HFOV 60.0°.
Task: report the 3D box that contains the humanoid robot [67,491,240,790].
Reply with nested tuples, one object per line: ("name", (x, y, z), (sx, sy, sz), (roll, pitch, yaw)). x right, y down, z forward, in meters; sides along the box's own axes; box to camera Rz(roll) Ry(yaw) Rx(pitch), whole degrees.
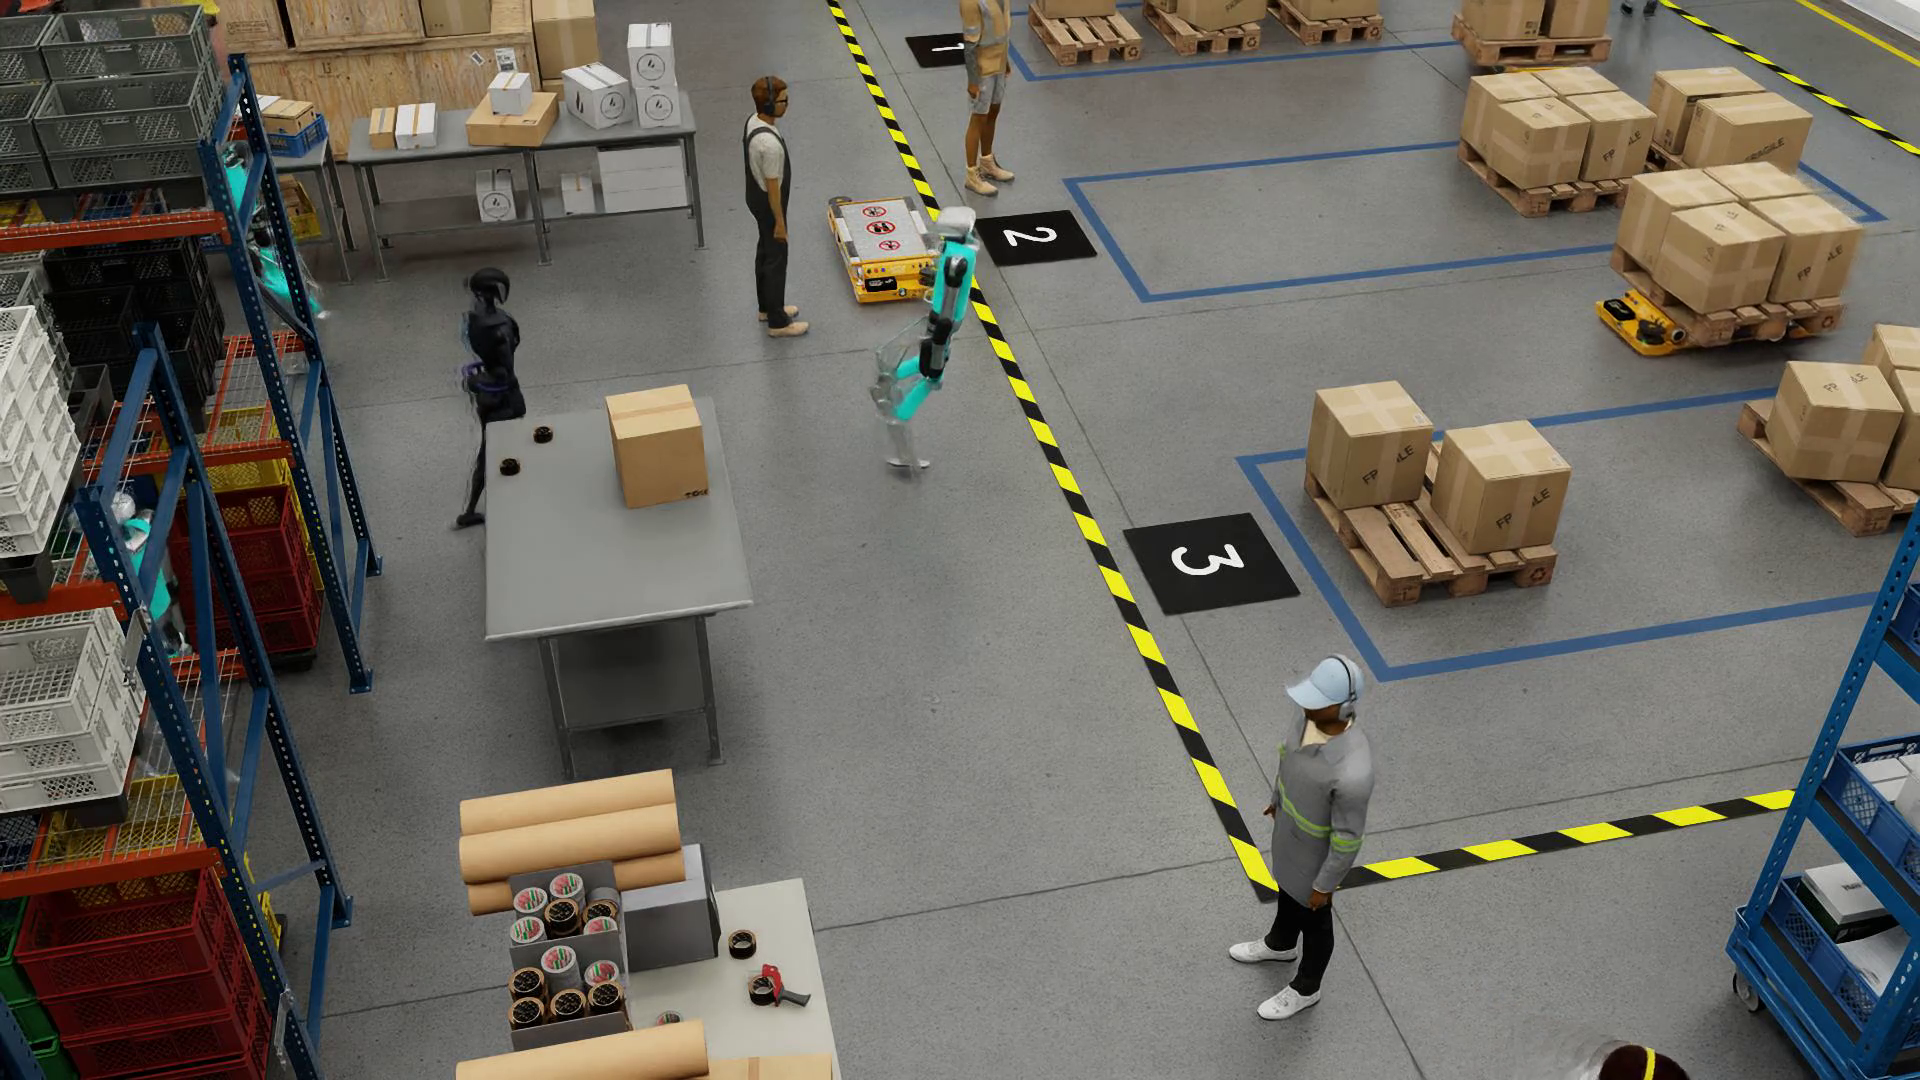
("humanoid robot", (-3.865, 0.536, 7.620), (0.822, 1.797, 0.540), (7, 37, 10))

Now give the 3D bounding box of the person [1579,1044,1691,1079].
("person", (1.928, 2.226, 5.239), (0.474, 1.853, 0.532), (19, 41, 24))

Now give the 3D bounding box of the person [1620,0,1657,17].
("person", (6.871, -6.084, 16.435), (0.600, 1.821, 0.451), (5, 37, 7))

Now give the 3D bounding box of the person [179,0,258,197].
("person", (-5.775, -3.411, 12.887), (0.524, 1.748, 0.540), (6, 37, 8))

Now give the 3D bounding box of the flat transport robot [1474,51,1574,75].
("flat transport robot", (5.306, -4.482, 15.554), (0.652, 0.197, 1.431), (-4, 37, -5))

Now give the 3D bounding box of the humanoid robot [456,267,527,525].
("humanoid robot", (-2.637, -0.819, 9.528), (0.818, 1.618, 0.609), (-20, 41, -25))

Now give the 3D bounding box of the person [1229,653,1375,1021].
("person", (1.376, 1.179, 6.642), (0.371, 1.852, 0.588), (-8, 37, -10))

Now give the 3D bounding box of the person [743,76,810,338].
("person", (-1.267, -2.243, 11.257), (0.342, 1.839, 0.500), (-11, 38, -14))

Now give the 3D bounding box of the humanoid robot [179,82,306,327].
("humanoid robot", (-4.827, -2.275, 11.406), (0.726, 1.803, 0.538), (3, 37, 5))

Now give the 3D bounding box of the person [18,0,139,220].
("person", (-6.504, -3.093, 12.243), (0.789, 2.011, 0.655), (-17, 40, -22))

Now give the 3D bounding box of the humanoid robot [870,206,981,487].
("humanoid robot", (-0.276, -1.108, 9.859), (0.786, 1.832, 0.560), (4, 37, 5))

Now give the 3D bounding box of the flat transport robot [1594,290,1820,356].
("flat transport robot", (5.292, -1.613, 11.698), (1.431, 0.197, 0.652), (-8, 37, -10))

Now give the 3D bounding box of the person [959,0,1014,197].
("person", (0.242, -3.736, 13.091), (0.371, 2.040, 0.614), (18, 40, 23))

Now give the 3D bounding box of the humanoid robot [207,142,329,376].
("humanoid robot", (-4.374, -1.778, 10.772), (0.745, 1.846, 0.561), (2, 37, 2))

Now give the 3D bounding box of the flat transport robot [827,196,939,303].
("flat transport robot", (-0.570, -2.220, 12.538), (0.659, 0.231, 1.431), (-8, 37, -10))
